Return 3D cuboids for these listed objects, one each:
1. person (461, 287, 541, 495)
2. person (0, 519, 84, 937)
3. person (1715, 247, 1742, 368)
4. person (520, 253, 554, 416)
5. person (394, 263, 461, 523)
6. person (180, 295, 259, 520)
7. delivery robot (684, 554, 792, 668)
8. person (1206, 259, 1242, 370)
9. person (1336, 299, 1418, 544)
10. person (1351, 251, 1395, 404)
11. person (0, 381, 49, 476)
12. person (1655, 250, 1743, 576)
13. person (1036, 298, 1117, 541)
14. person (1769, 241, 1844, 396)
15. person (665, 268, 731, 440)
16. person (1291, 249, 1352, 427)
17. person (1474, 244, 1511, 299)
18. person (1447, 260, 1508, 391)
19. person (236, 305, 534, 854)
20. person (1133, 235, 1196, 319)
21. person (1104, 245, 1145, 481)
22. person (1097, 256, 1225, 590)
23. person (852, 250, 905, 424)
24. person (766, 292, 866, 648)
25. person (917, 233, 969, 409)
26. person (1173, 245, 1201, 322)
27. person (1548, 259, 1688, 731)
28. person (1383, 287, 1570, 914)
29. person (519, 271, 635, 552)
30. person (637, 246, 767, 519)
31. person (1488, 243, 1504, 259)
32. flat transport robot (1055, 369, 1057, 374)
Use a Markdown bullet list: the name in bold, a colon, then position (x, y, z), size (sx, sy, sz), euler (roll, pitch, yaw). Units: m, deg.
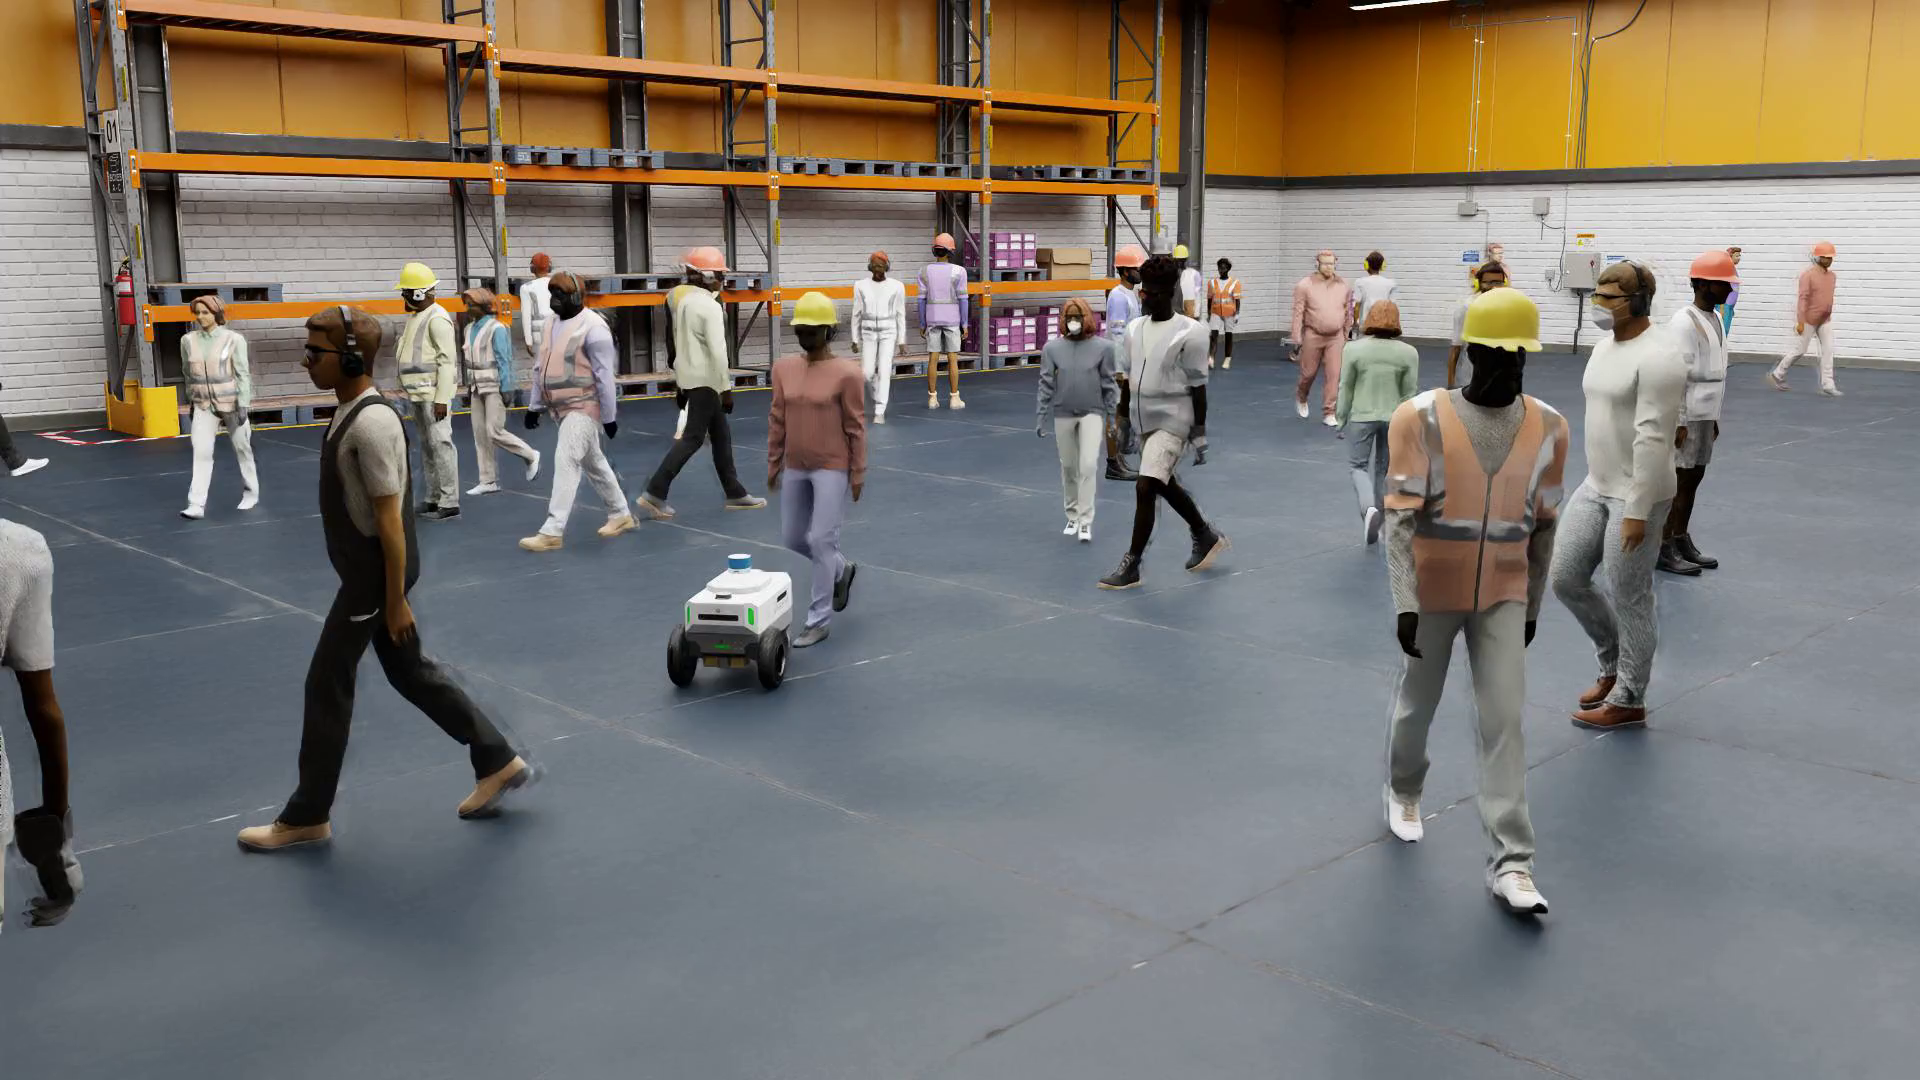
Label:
- **person**: position (-3.637, -1.172, 13.065), size (0.539, 1.621, 0.547), euler (10, 14, 42)
- **person**: position (-1.838, 0.585, 2.937), size (0.586, 1.827, 0.637), euler (-10, 14, -43)
- **person**: position (11.763, -3.577, 25.583), size (0.372, 1.843, 0.571), euler (8, 13, 39)
- **person**: position (-4.551, -2.234, 18.327), size (0.570, 1.834, 1.008), euler (-5, 12, -27)
- **person**: position (-3.774, -1.040, 11.791), size (0.403, 1.827, 0.600), euler (-7, 13, -34)
- **person**: position (-5.354, -0.962, 11.994), size (0.536, 1.586, 0.856), euler (1, 10, 4)
- **delivery robot**: position (-1.012, 0.308, 7.662), size (0.477, 0.478, 0.707), euler (2, 10, 8)
- **person**: position (3.924, -3.373, 24.943), size (0.557, 1.656, 0.819), euler (4, 11, 22)
- **person**: position (2.728, -0.764, 10.870), size (0.505, 1.613, 0.653), euler (1, 10, 4)
- **person**: position (4.820, -2.458, 19.534), size (0.536, 1.818, 0.955), euler (0, 10, -2)
- **person**: position (-7.992, -1.405, 13.634), size (0.916, 1.878, 0.628), euler (-8, 13, -38)
- **person**: position (4.436, -0.761, 9.978), size (0.368, 1.933, 0.553), euler (10, 14, 43)
- **person**: position (0.757, -0.788, 11.030), size (0.527, 1.604, 0.738), euler (3, 11, 14)
- **person**: position (10.864, -2.831, 21.268), size (0.637, 1.963, 0.950), euler (-4, 11, -22)
- **person**: position (-2.583, -1.859, 16.381), size (0.640, 1.796, 0.973), euler (5, 11, 25)
- **person**: position (3.883, -2.186, 17.907), size (0.654, 1.878, 0.834), euler (-1, 10, -3)
- **person**: position (8.131, -3.551, 25.324), size (0.668, 1.889, 0.422), euler (-4, 11, -20)
- **person**: position (3.770, -1.085, 12.008), size (0.541, 1.846, 0.785), euler (0, 10, -1)
- **person**: position (-1.919, 0.118, 5.554), size (0.949, 1.809, 0.525), euler (-4, 11, -22)
- **person**: position (2.135, -2.200, 17.541), size (0.689, 2.000, 0.542), euler (1, 10, 4)
- **person**: position (1.386, -1.469, 13.835), size (0.376, 1.939, 0.547), euler (3, 11, 15)
- **person**: position (1.220, -0.699, 9.710), size (1.004, 1.922, 0.618), euler (-8, 13, -36)
- **person**: position (-0.873, -2.204, 18.050), size (0.585, 1.865, 0.607), euler (1, 10, 7)
- **person**: position (-0.691, -0.372, 8.356), size (0.535, 1.750, 0.643), euler (6, 12, 28)
- **person**: position (-0.190, -2.543, 19.403), size (0.607, 2.044, 0.379), euler (3, 11, 13)
- **person**: position (3.179, -3.300, 23.997), size (0.603, 1.870, 1.041), euler (4, 11, 22)
- **person**: position (2.665, -0.162, 6.745), size (0.429, 1.925, 0.627), euler (-2, 11, -8)
- **person**: position (1.601, 0.148, 5.231), size (0.593, 1.869, 1.024), euler (0, 10, 0)
- **person**: position (-2.510, -0.857, 10.913), size (0.950, 1.800, 0.628), euler (-9, 14, -41)
- **person**: position (-1.901, -1.134, 11.986), size (1.009, 1.954, 0.635), euler (-6, 12, -29)
- **person**: position (8.539, -3.776, 26.551), size (1.019, 1.882, 0.658), euler (10, 14, 43)
- **flat transport robot**: position (1.956, -2.546, 24.258), size (0.652, 0.197, 1.431), euler (7, 13, 35)
